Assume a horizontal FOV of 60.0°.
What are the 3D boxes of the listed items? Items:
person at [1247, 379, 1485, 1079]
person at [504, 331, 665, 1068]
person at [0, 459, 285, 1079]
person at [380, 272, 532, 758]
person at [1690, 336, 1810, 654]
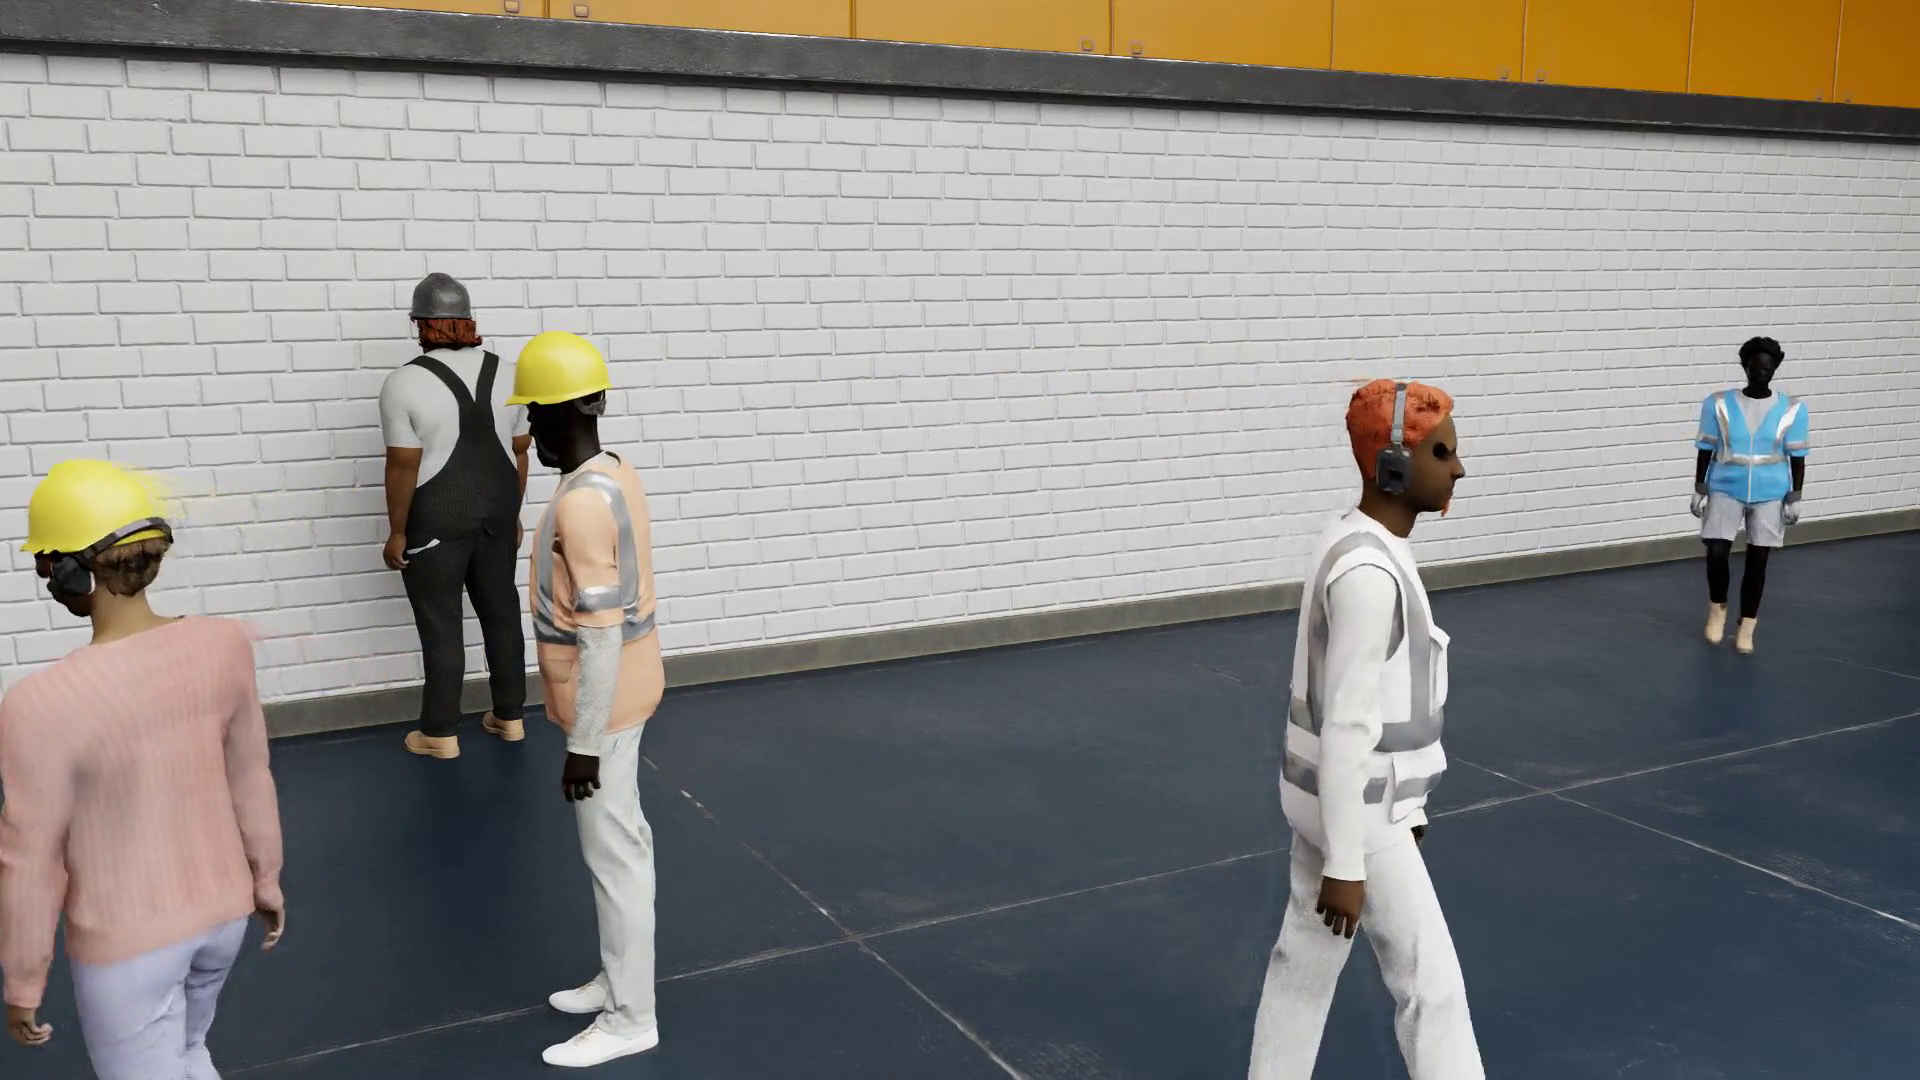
[{"bbox_3d":[1.009,0.595,3.551,0.869,1.850,0.606,2,10,10],"label":"person"},{"bbox_3d":[-0.970,0.420,4.361,0.383,1.923,0.589,-1,10,-7],"label":"person"},{"bbox_3d":[-1.531,0.719,3.117,0.367,1.750,0.551,4,11,22],"label":"person"},{"bbox_3d":[-2.173,-0.109,7.070,0.536,2.000,0.672,9,13,41],"label":"person"},{"bbox_3d":[4.154,-0.229,8.763,0.555,1.682,0.374,4,11,22],"label":"person"}]
